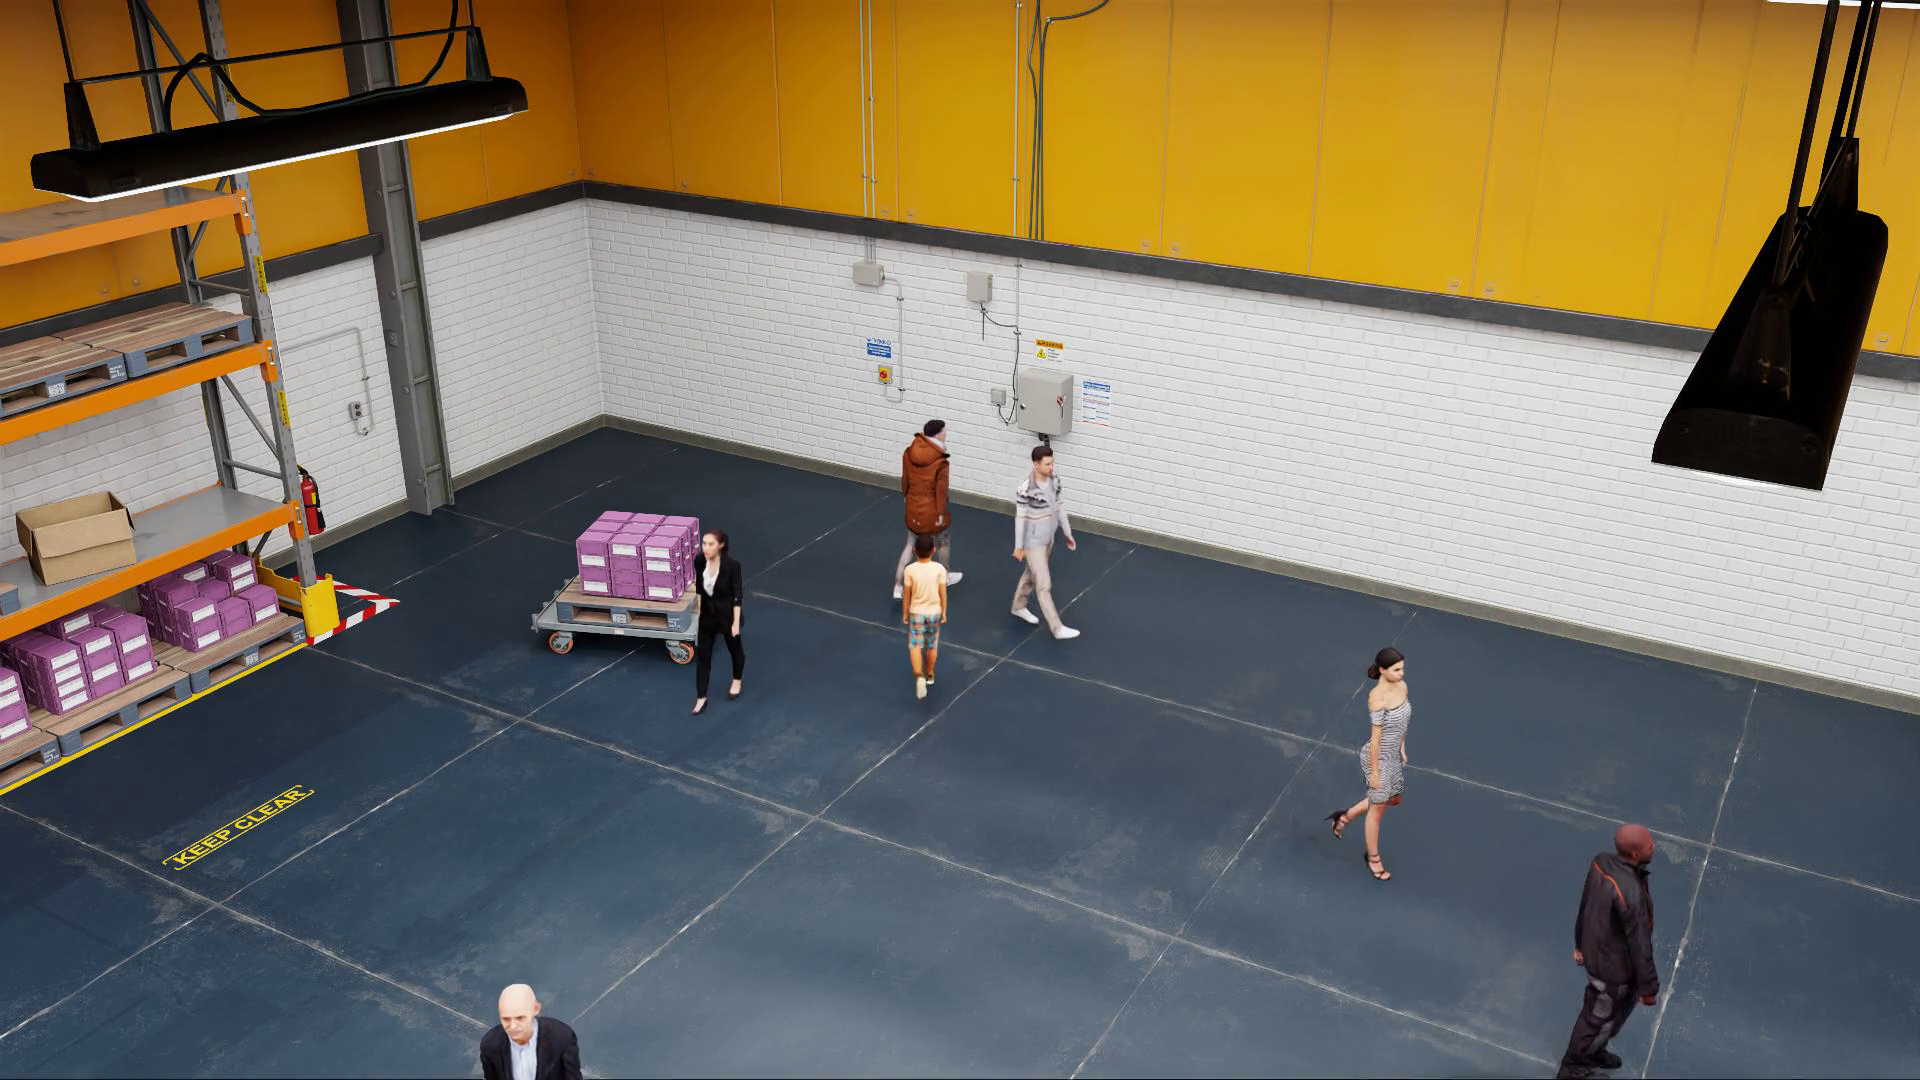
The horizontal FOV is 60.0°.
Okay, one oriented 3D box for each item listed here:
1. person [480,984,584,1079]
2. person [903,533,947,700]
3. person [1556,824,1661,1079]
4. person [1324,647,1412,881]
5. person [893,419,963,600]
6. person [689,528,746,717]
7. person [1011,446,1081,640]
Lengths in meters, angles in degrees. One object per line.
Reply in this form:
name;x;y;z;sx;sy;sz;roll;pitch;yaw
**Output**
person;-2.113;2.959;8.509;1.120;1.763;1.250;-3;24;-7
person;-0.295;0.652;14.185;0.815;1.445;0.941;-2;24;-4
person;3.683;2.437;9.644;0.899;1.811;0.809;1;24;2
person;2.896;1.542;11.693;0.758;1.811;0.773;19;30;37
person;-0.371;-0.245;15.794;0.807;1.800;1.114;14;27;29
person;-1.969;0.628;14.008;0.744;1.631;1.019;8;25;17
person;0.660;-0.019;15.253;0.846;1.819;1.121;17;29;34
